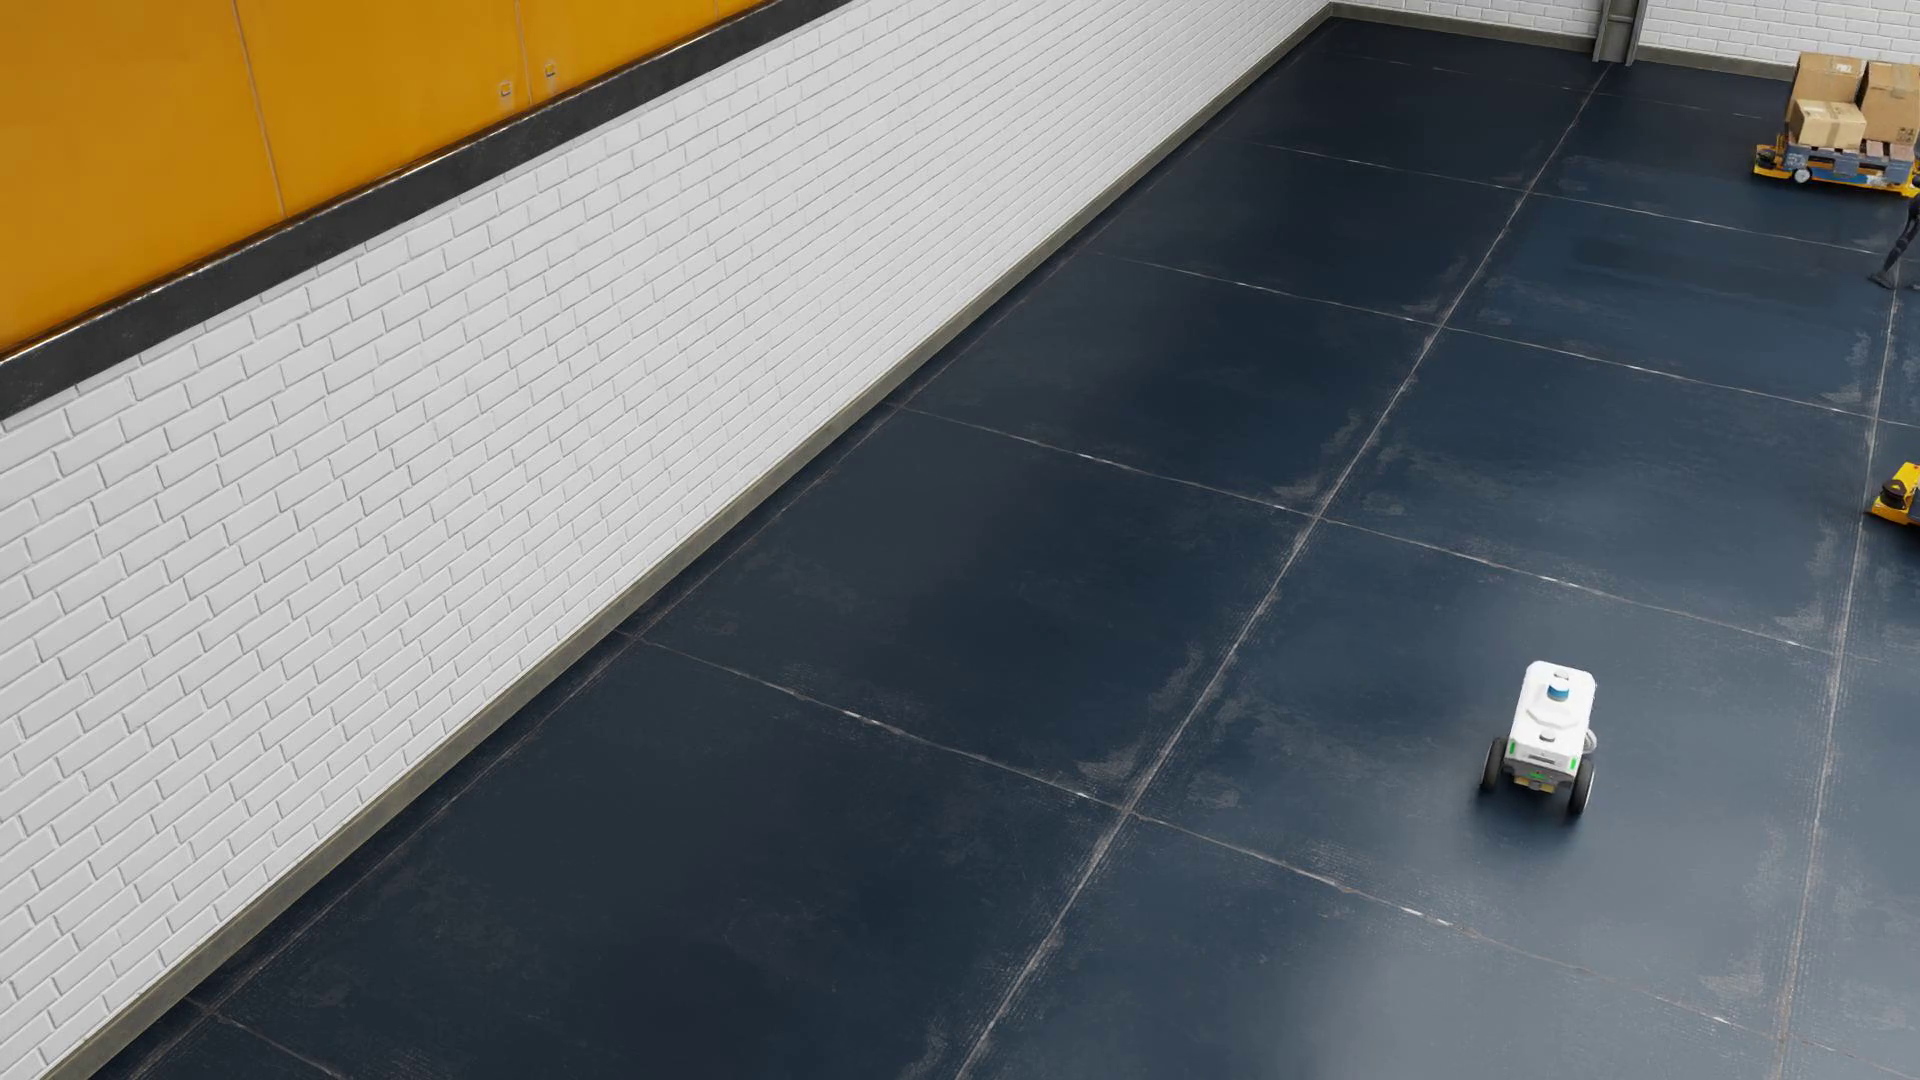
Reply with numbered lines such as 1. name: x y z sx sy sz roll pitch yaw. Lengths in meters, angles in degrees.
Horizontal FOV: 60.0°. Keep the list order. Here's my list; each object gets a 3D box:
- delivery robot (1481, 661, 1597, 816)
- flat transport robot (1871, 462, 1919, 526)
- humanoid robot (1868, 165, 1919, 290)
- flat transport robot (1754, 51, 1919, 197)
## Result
1. delivery robot: 2.938 0.974 8.282 0.525 0.605 0.777 14 36 20
2. flat transport robot: 6.431 -0.110 10.141 1.431 0.231 0.659 26 42 33
3. humanoid robot: 7.479 -2.674 12.704 0.555 1.632 0.584 25 41 32
4. flat transport robot: 7.960 -3.382 15.009 1.431 0.231 0.659 14 36 19
